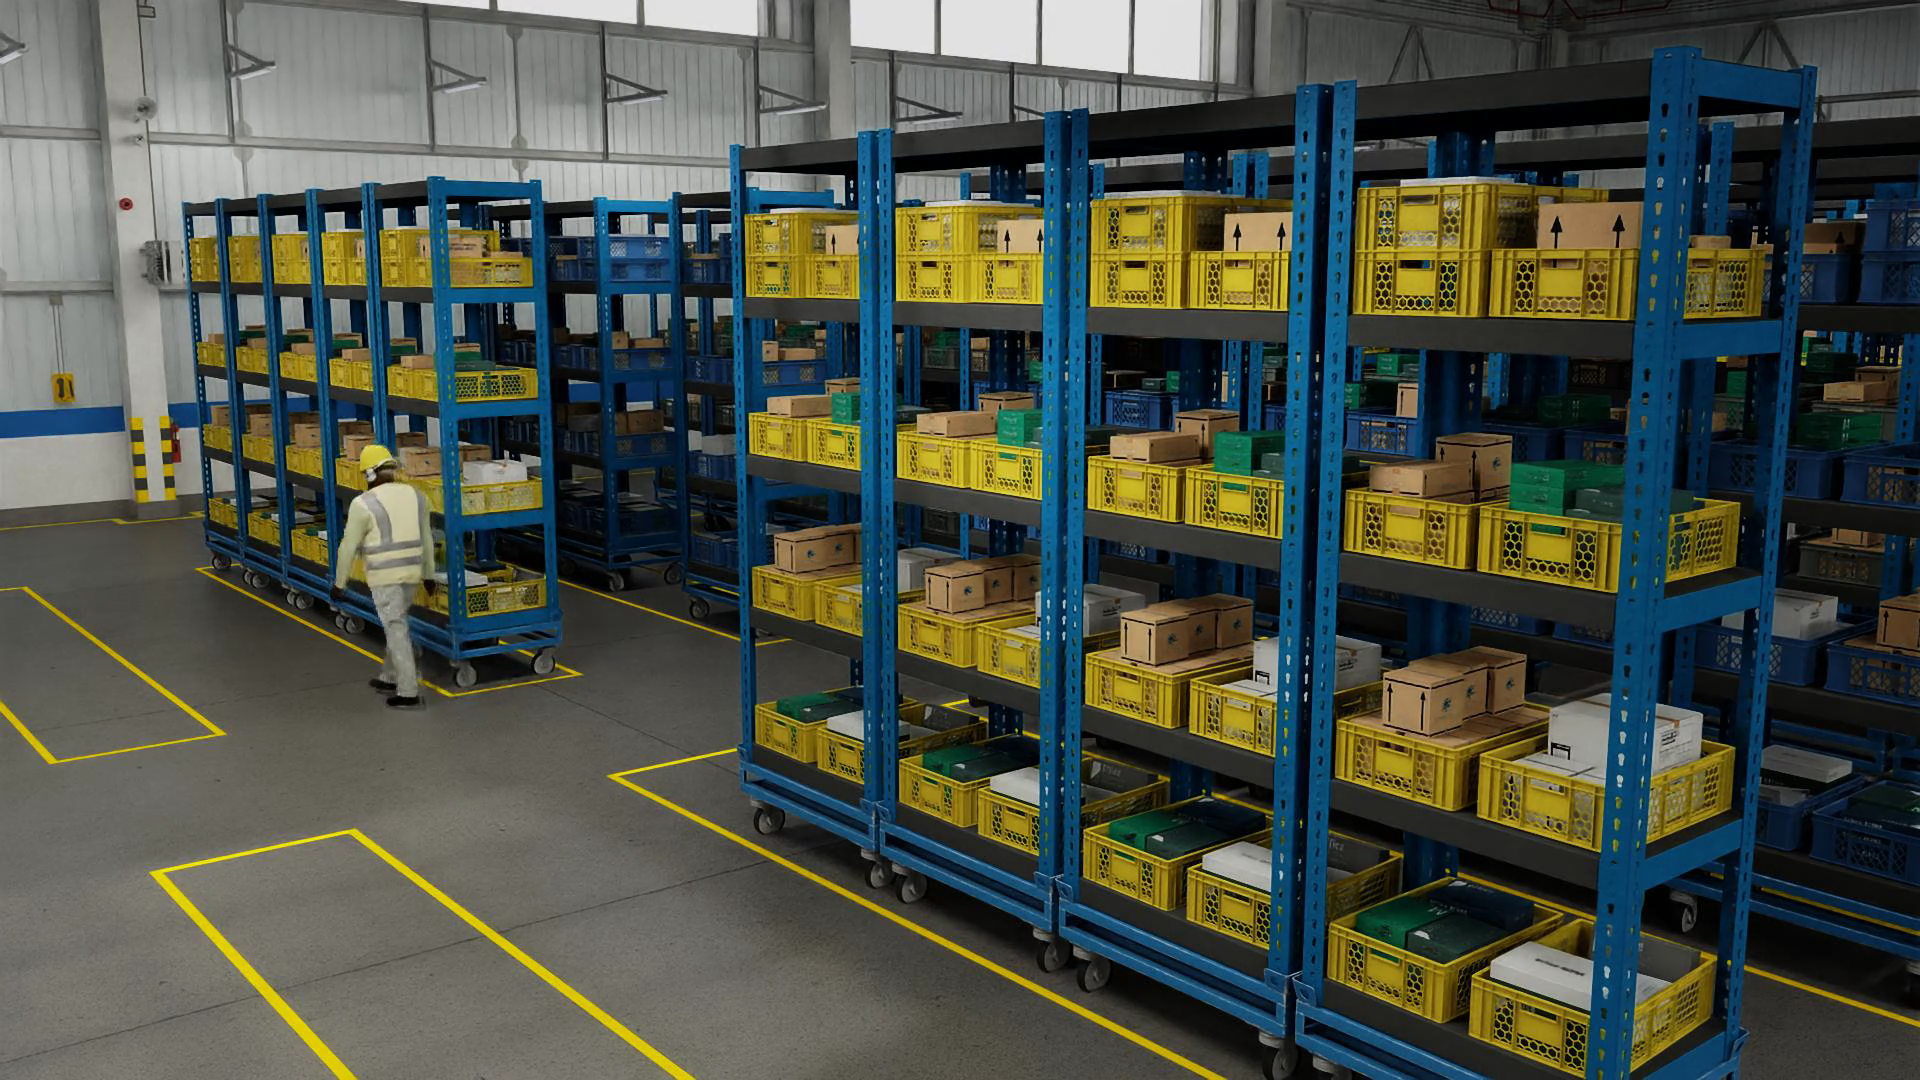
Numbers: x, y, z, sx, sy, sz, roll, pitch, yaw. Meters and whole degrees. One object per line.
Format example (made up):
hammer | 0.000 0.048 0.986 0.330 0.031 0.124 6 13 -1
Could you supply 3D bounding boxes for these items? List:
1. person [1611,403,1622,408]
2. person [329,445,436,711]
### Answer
person | 7.298 -1.083 19.294 0.775 1.816 0.589 -4 10 -20
person | -3.952 0.247 11.371 0.807 1.782 0.637 5 11 29
